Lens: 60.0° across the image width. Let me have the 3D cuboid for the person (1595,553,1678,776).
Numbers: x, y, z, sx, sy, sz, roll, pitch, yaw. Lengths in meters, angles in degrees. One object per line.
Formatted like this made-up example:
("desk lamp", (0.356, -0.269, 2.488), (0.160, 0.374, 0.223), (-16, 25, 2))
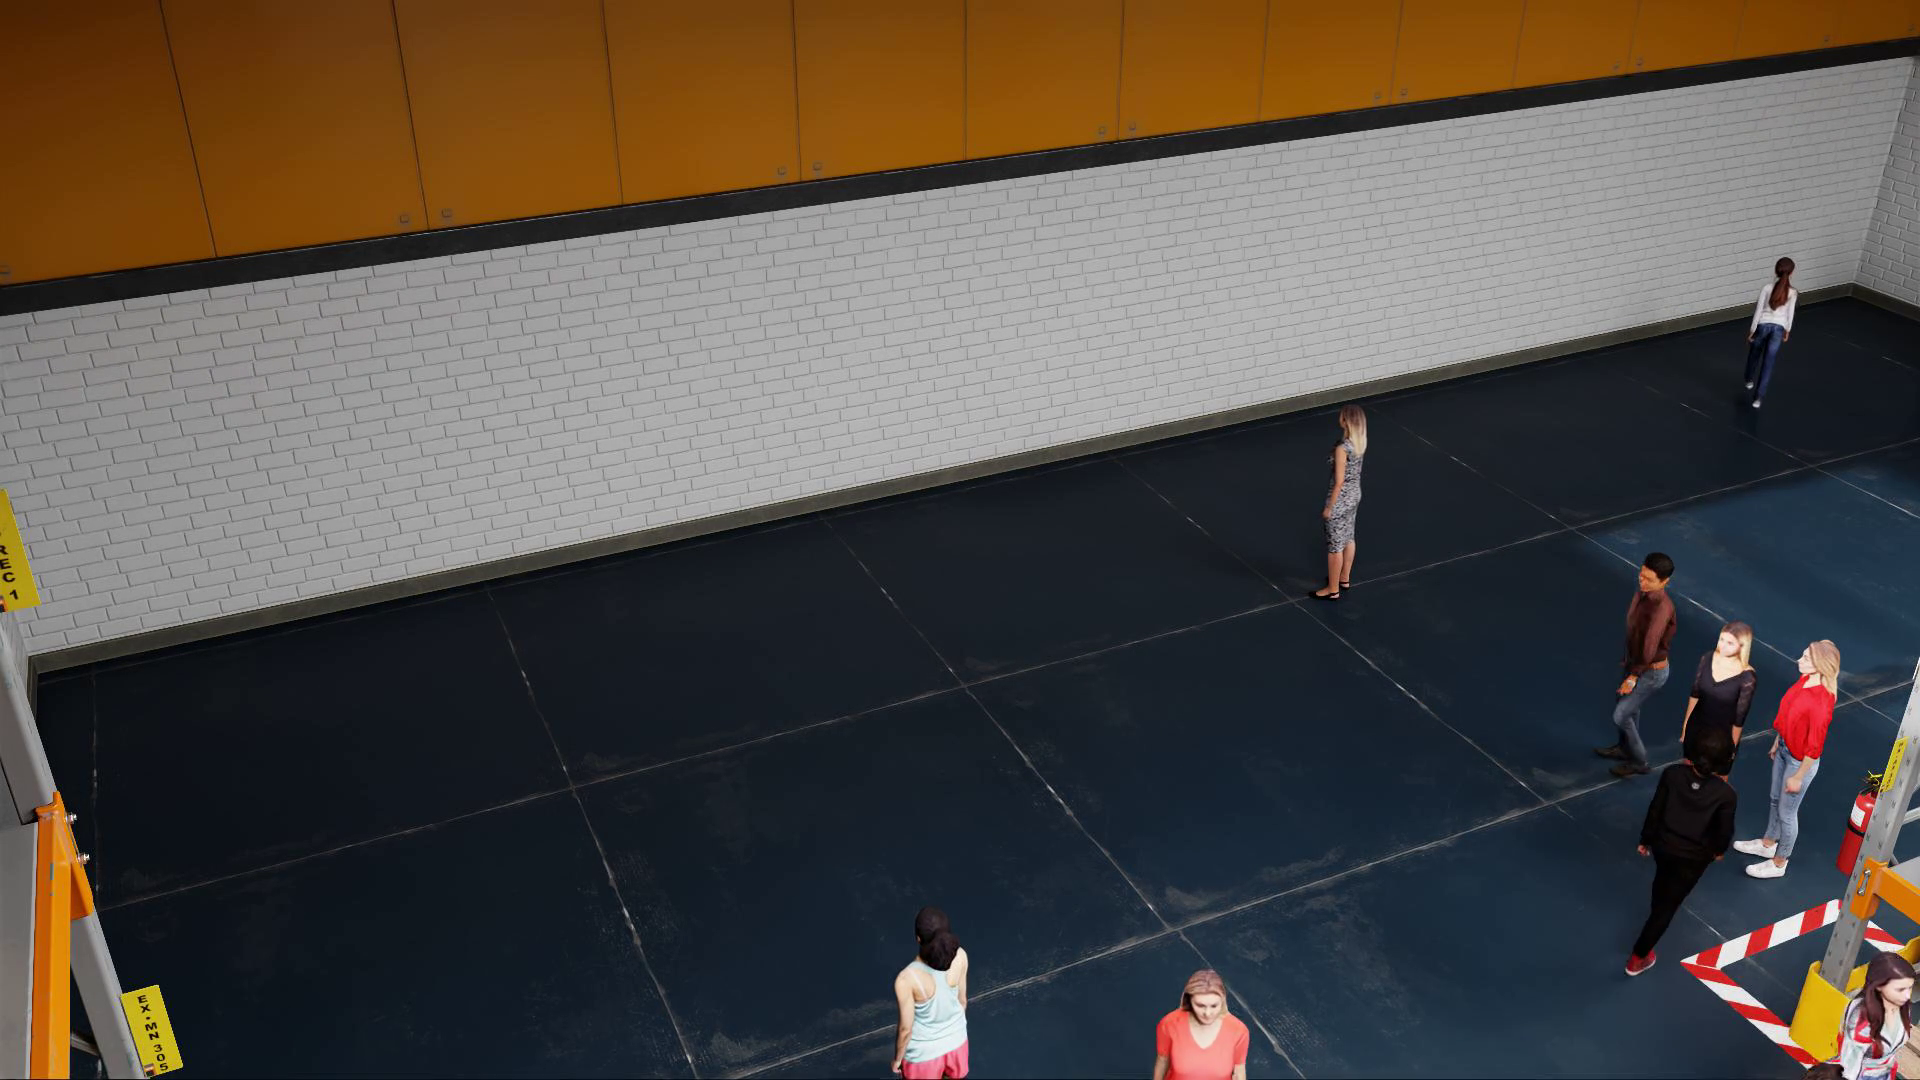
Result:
("person", (4.658, 0.891, 11.208), (0.840, 1.753, 0.729), (6, 29, 11))

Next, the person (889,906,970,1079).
("person", (-0.131, 2.506, 8.235), (0.620, 1.764, 0.618), (-17, 33, -28))

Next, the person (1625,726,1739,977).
("person", (4.111, 1.837, 9.583), (0.814, 1.649, 0.921), (-24, 37, -37))

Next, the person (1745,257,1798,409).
("person", (8.221, -2.076, 16.898), (1.059, 1.512, 1.069), (12, 31, 21))

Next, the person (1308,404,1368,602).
("person", (3.104, -0.308, 13.457), (0.623, 1.704, 0.637), (22, 35, 34))

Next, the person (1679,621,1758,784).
("person", (4.826, 1.245, 10.642), (0.619, 1.674, 0.447), (-16, 33, -27))

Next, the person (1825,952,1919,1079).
("person", (4.323, 2.625, 8.187), (0.605, 1.601, 0.597), (-11, 30, -19))

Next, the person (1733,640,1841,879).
("person", (5.220, 1.364, 10.392), (0.747, 1.705, 0.627), (3, 29, 6))

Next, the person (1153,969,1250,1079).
("person", (1.132, 2.693, 7.990), (0.934, 1.671, 1.124), (3, 29, 6))
